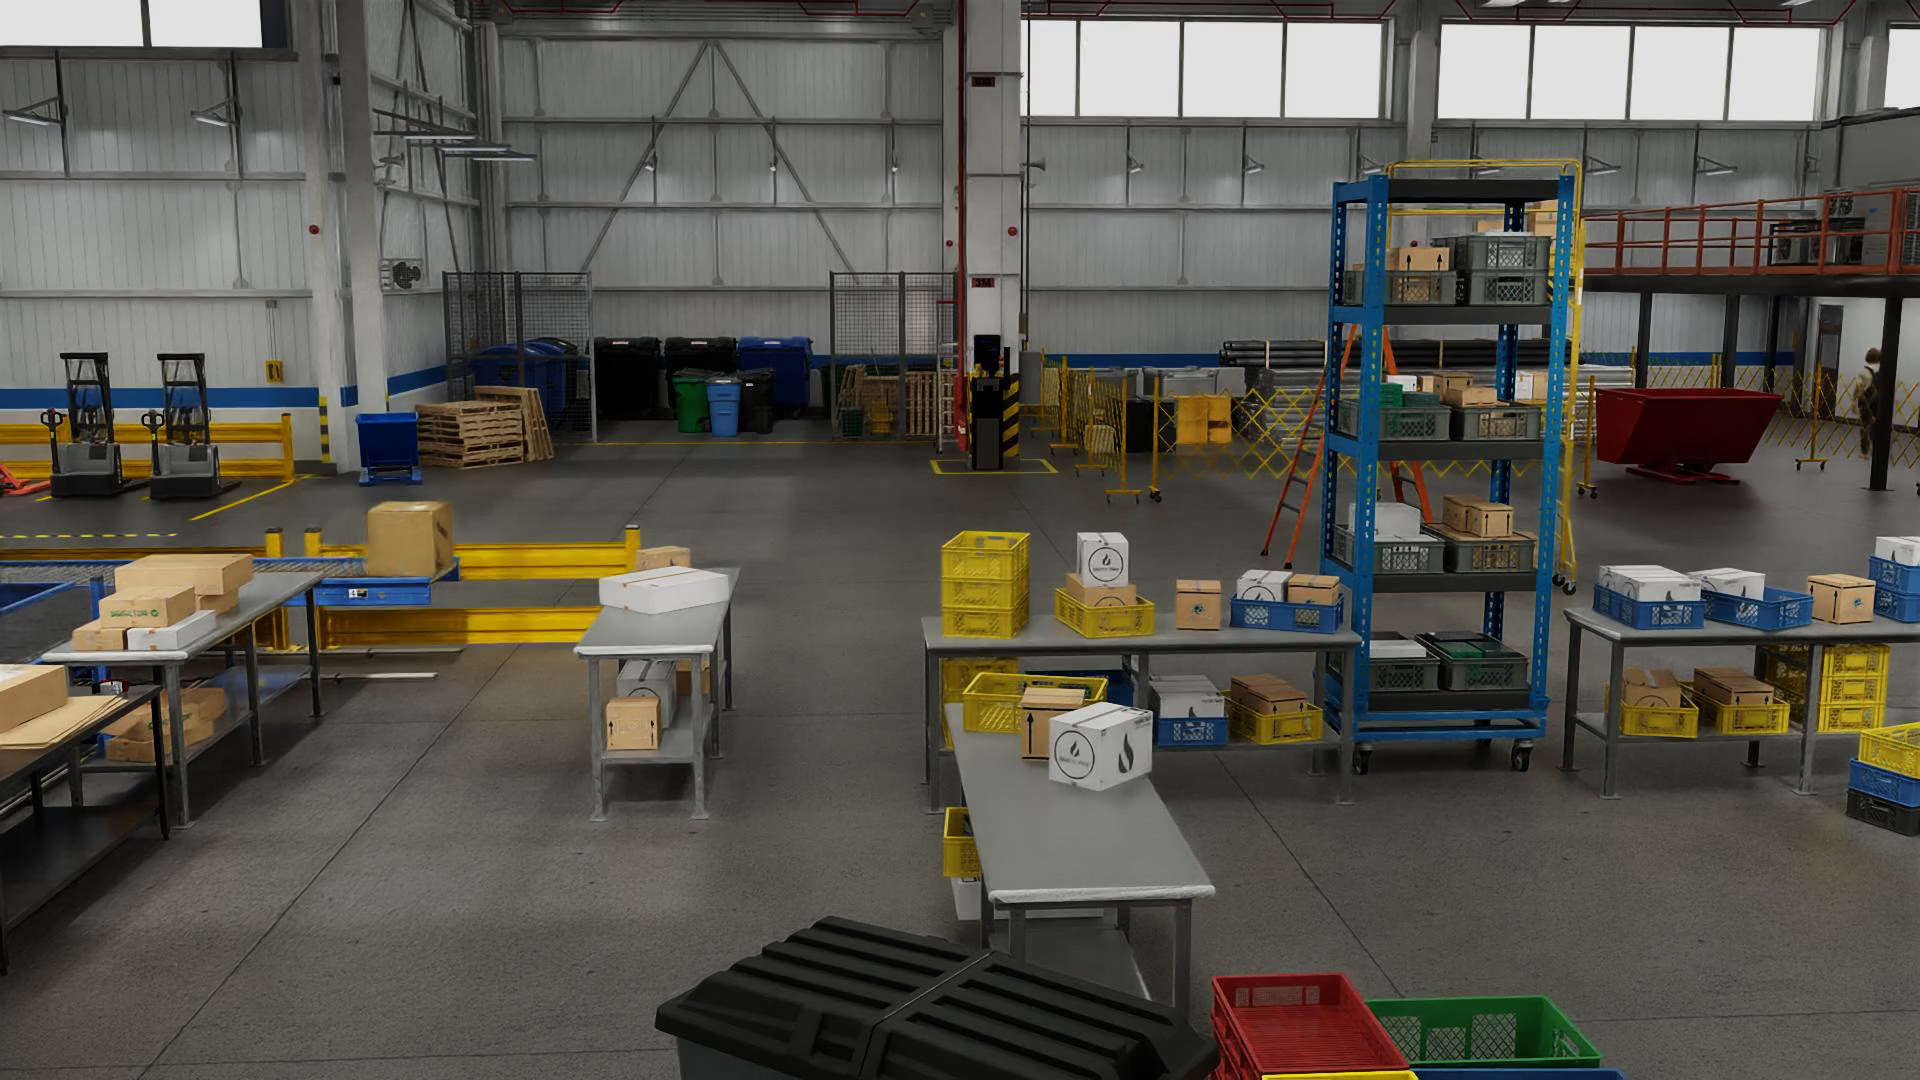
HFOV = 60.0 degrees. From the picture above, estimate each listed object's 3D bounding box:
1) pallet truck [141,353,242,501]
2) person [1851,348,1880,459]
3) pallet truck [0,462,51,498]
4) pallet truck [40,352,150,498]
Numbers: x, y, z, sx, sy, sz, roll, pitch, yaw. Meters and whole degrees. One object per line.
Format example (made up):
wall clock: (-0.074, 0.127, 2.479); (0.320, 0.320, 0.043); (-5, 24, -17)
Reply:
pallet truck: (-10.520, -1.604, 22.925); (0.823, 1.965, 1.885); (-1, 9, -6)
person: (15.046, -2.260, 27.551); (0.539, 1.833, 0.483); (1, 9, 6)
pallet truck: (-13.193, -1.293, 23.148); (0.653, 1.274, 1.630); (-1, 9, -4)
pallet truck: (-11.907, -1.642, 23.165); (0.823, 1.965, 1.885); (0, 9, 0)
